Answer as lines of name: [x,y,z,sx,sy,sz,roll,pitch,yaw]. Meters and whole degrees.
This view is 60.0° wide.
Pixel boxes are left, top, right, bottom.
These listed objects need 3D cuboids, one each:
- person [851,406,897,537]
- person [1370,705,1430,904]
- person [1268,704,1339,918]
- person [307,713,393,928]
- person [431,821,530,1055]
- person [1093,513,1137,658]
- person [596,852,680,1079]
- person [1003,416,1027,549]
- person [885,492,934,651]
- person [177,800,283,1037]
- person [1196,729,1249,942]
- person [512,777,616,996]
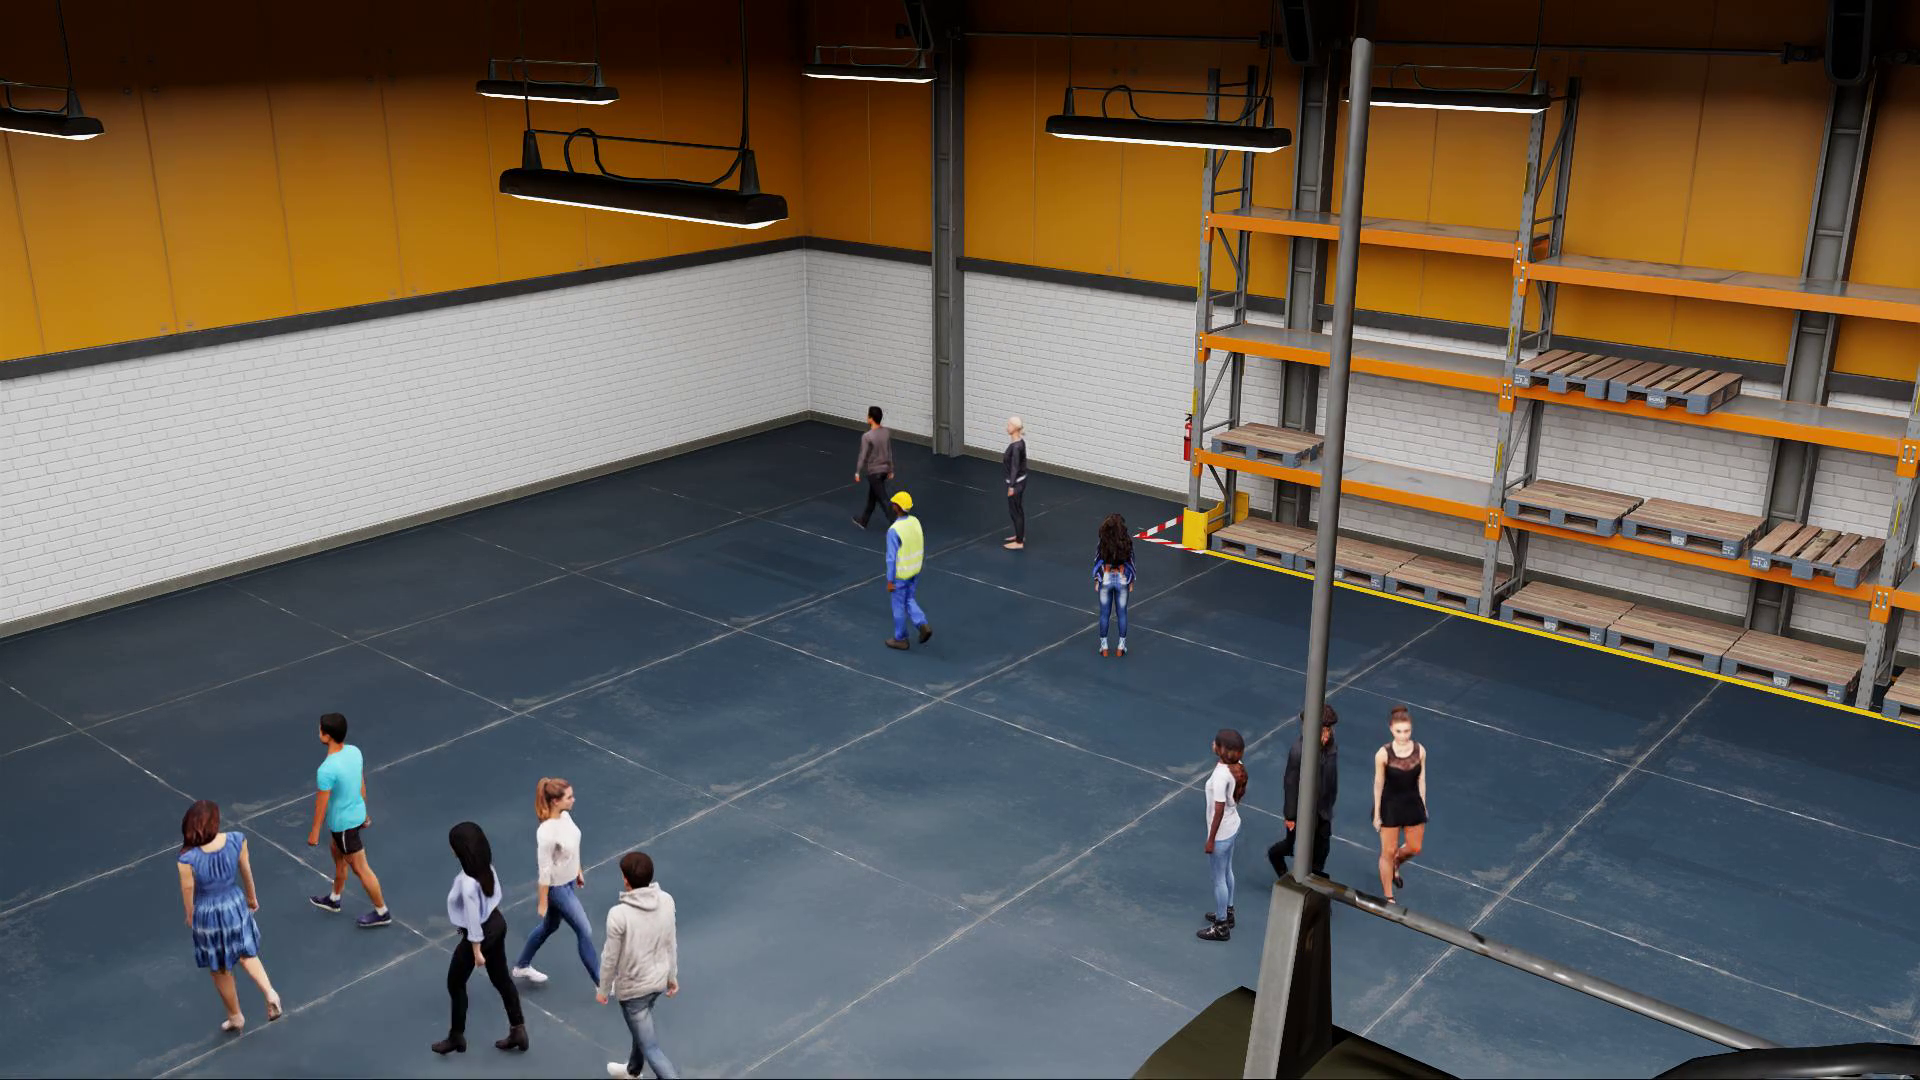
person: [-1.020,-0.840,21.712,0.677,1.720,1.153,15,24,38]
person: [3.443,2.080,13.115,0.809,1.672,0.871,-2,19,-6]
person: [2.692,2.062,13.043,0.891,1.753,1.089,-11,22,-30]
person: [-4.600,2.171,12.724,1.070,1.750,0.946,2,19,5]
person: [-3.122,2.699,11.202,1.008,1.720,0.913,1,19,3]
person: [1.661,0.475,17.966,0.672,1.618,0.768,2,19,5]
person: [-1.961,2.872,10.533,1.224,1.820,0.721,13,22,33]
person: [0.730,-0.768,21.490,0.700,1.725,0.691,2,19,6]
person: [-0.547,0.358,18.020,0.813,1.806,0.679,14,23,36]
person: [-4.969,2.624,11.308,0.824,1.794,0.684,13,23,35]
person: [1.995,2.218,12.632,0.613,1.719,0.639,8,20,23]
person: [-2.949,2.493,11.879,1.201,1.679,1.061,1,19,2]
